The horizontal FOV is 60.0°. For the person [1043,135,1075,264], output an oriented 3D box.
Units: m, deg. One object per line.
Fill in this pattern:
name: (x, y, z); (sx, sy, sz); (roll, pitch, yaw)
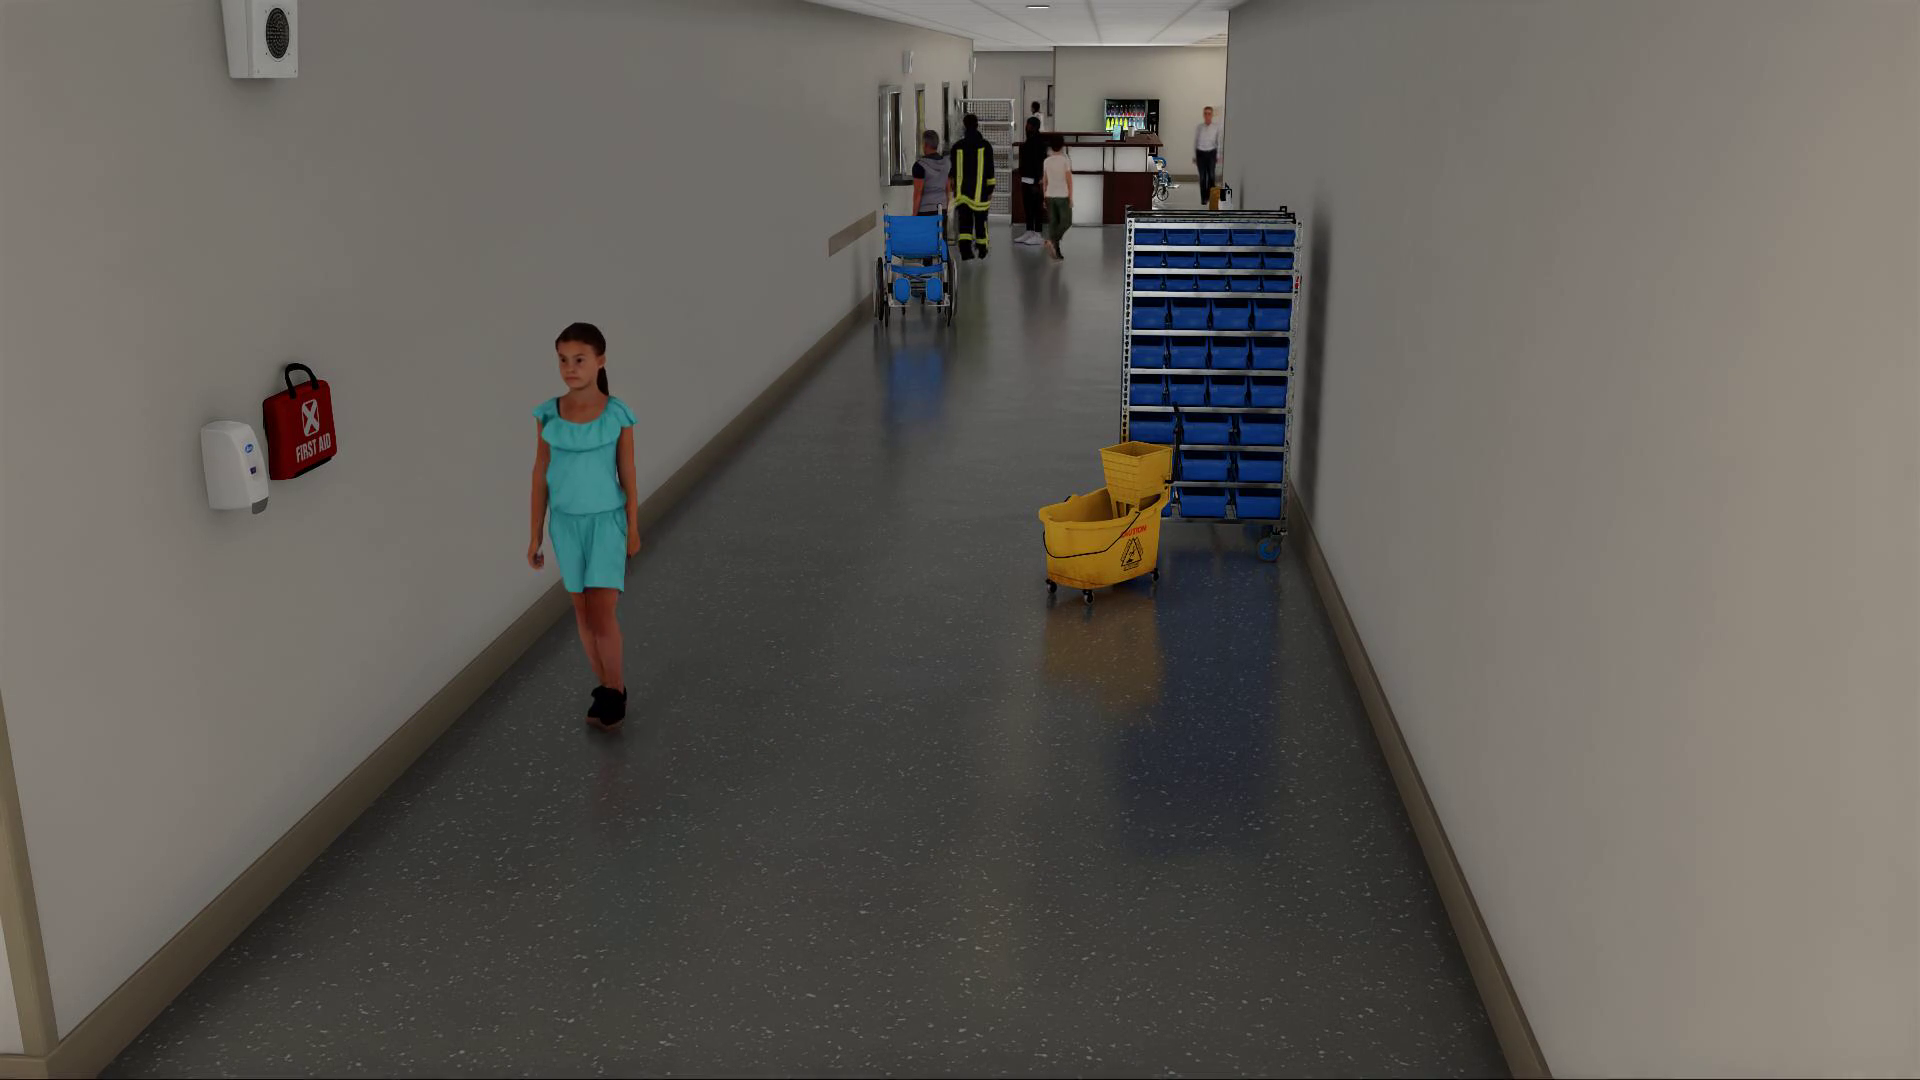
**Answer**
person: (1.247, -4.429, 21.659); (0.883, 1.646, 0.835); (8, 18, 27)

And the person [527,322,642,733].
person: (-1.393, -0.059, 6.345); (0.547, 1.546, 0.630); (3, 16, 9)

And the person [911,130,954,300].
person: (-0.302, -3.604, 18.399); (0.765, 1.827, 0.811); (-14, 21, -41)

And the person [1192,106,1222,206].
person: (4.628, -7.202, 31.204); (0.658, 1.804, 0.769); (4, 16, 15)

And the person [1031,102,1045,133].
person: (2.045, -10.579, 43.420); (0.813, 1.675, 0.767); (5, 17, 18)

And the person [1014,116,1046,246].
person: (1.052, -5.228, 24.175); (0.755, 1.818, 0.760); (-7, 17, -22)

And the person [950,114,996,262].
person: (0.128, -4.509, 21.540); (1.217, 1.866, 0.971); (4, 16, 15)
